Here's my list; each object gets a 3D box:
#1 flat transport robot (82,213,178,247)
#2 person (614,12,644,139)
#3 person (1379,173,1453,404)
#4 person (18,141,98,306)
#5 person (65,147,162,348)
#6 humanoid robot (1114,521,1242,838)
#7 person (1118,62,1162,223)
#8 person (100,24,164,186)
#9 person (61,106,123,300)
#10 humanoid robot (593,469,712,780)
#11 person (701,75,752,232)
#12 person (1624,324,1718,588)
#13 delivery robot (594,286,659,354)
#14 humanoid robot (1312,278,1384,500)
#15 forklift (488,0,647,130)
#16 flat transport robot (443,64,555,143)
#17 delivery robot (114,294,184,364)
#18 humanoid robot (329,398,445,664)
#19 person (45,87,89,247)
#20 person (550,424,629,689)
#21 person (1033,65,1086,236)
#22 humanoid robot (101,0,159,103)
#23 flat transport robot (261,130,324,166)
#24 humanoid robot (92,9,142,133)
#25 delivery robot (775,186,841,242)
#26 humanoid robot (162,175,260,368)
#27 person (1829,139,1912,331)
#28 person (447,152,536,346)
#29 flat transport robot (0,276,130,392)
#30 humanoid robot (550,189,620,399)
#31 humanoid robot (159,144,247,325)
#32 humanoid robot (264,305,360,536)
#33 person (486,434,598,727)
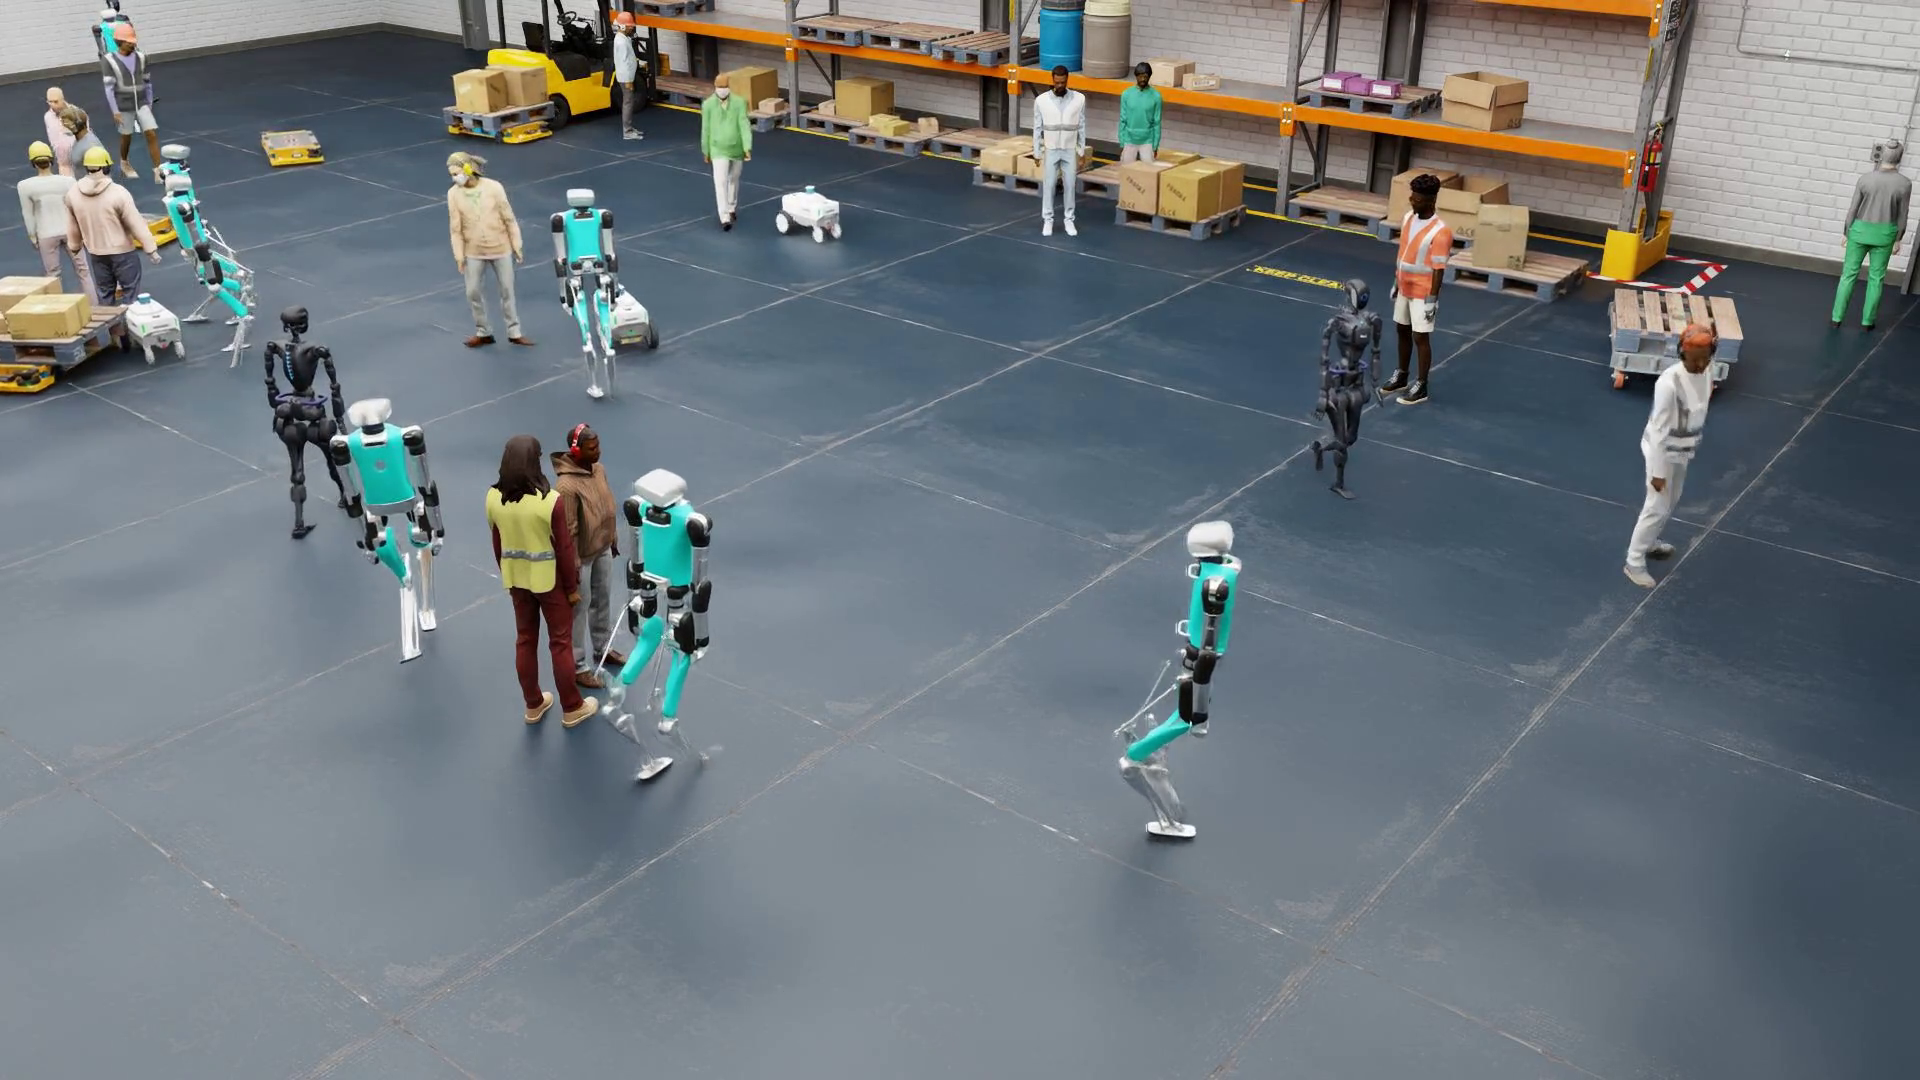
[{"bbox_3d":[-9.573,-3.519,18.858,1.431,0.231,0.659,4,26,8],"label":"flat transport robot"},{"bbox_3d":[-4.671,-6.537,23.418,0.347,1.739,0.571,-5,26,-10],"label":"person"},{"bbox_3d":[3.852,-2.118,14.024,0.373,1.958,0.596,-9,27,-17],"label":"person"},{"bbox_3d":[-8.624,-2.921,15.915,0.522,1.759,0.363,-18,31,-32],"label":"person"},{"bbox_3d":[-7.794,-2.664,15.267,0.817,1.856,0.437,1,26,2],"label":"person"},{"bbox_3d":[1.031,0.749,8.347,0.667,1.808,0.559,4,26,9],"label":"humanoid robot"},{"bbox_3d":[2.086,-4.615,19.321,0.496,1.843,0.404,5,26,9],"label":"person"},{"bbox_3d":[-10.472,-5.505,20.991,0.961,1.997,0.620,21,33,37],"label":"person"},{"bbox_3d":[-8.624,-3.374,16.656,0.364,1.933,0.631,-15,29,-28],"label":"person"},{"bbox_3d":[-1.627,0.536,8.803,0.558,1.815,0.773,14,29,27],"label":"humanoid robot"},{"bbox_3d":[-2.662,-4.447,19.100,0.544,1.722,0.975,-8,27,-17],"label":"person"},{"bbox_3d":[4.679,-0.588,10.969,0.719,1.853,0.417,-23,34,-39],"label":"person"},{"bbox_3d":[-3.161,-2.077,15.531,0.499,0.584,0.783,-12,28,-24],"label":"delivery robot"},{"bbox_3d":[2.834,-1.172,12.395,0.589,1.632,0.620,-13,29,-25],"label":"humanoid robot"},{"bbox_3d":[-5.874,-7.334,24.552,1.214,2.155,2.313,19,32,34],"label":"forklift"},{"bbox_3d":[-6.567,-5.889,23.766,1.431,0.231,0.659,16,30,30],"label":"flat transport robot"},{"bbox_3d":[-7.456,-1.971,15.314,0.499,0.587,0.772,-21,33,-36],"label":"delivery robot"},{"bbox_3d":[-3.402,-0.101,10.077,0.565,1.726,0.993,-6,26,-11],"label":"humanoid robot"},{"bbox_3d":[-9.844,-4.180,18.553,0.559,1.729,0.980,0,26,1],"label":"person"},{"bbox_3d":[-2.198,0.078,9.828,0.311,1.647,0.462,11,28,21],"label":"person"},{"bbox_3d":[1.120,-4.408,18.819,0.598,1.909,0.400,-3,26,-6],"label":"person"},{"bbox_3d":[-12.762,-7.423,25.361,0.752,1.625,0.611,9,27,18],"label":"humanoid robot"},{"bbox_3d":[-9.097,-5.341,22.632,0.659,0.231,1.431,-12,28,-23],"label":"flat transport robot"},{"bbox_3d":[-12.106,-6.747,23.908,0.549,1.770,1.028,-19,32,-34],"label":"humanoid robot"},{"bbox_3d":[-1.715,-3.738,18.983,0.499,0.594,0.782,-23,34,-39],"label":"delivery robot"},{"bbox_3d":[-6.591,-2.415,14.920,0.797,1.793,0.543,-18,31,-33],"label":"humanoid robot"},{"bbox_3d":[8.648,-2.892,15.754,0.523,1.839,0.330,13,29,26],"label":"person"},{"bbox_3d":[-4.308,-2.652,15.259,0.686,1.847,0.370,-4,26,-7],"label":"person"},{"bbox_3d":[-8.257,-1.658,15.004,0.659,0.231,1.431,2,26,4],"label":"flat transport robot"},{"bbox_3d":[-3.093,-1.986,14.101,0.533,1.864,0.785,-11,28,-21],"label":"humanoid robot"},{"bbox_3d":[-7.139,-2.887,15.884,0.892,1.775,0.572,-3,26,-6],"label":"humanoid robot"},{"bbox_3d":[-4.666,-0.894,11.864,0.590,1.626,0.786,3,26,6],"label":"humanoid robot"},{"bbox_3d":[-2.368,0.246,9.331,0.469,1.773,0.378,6,27,13],"label":"person"}]
